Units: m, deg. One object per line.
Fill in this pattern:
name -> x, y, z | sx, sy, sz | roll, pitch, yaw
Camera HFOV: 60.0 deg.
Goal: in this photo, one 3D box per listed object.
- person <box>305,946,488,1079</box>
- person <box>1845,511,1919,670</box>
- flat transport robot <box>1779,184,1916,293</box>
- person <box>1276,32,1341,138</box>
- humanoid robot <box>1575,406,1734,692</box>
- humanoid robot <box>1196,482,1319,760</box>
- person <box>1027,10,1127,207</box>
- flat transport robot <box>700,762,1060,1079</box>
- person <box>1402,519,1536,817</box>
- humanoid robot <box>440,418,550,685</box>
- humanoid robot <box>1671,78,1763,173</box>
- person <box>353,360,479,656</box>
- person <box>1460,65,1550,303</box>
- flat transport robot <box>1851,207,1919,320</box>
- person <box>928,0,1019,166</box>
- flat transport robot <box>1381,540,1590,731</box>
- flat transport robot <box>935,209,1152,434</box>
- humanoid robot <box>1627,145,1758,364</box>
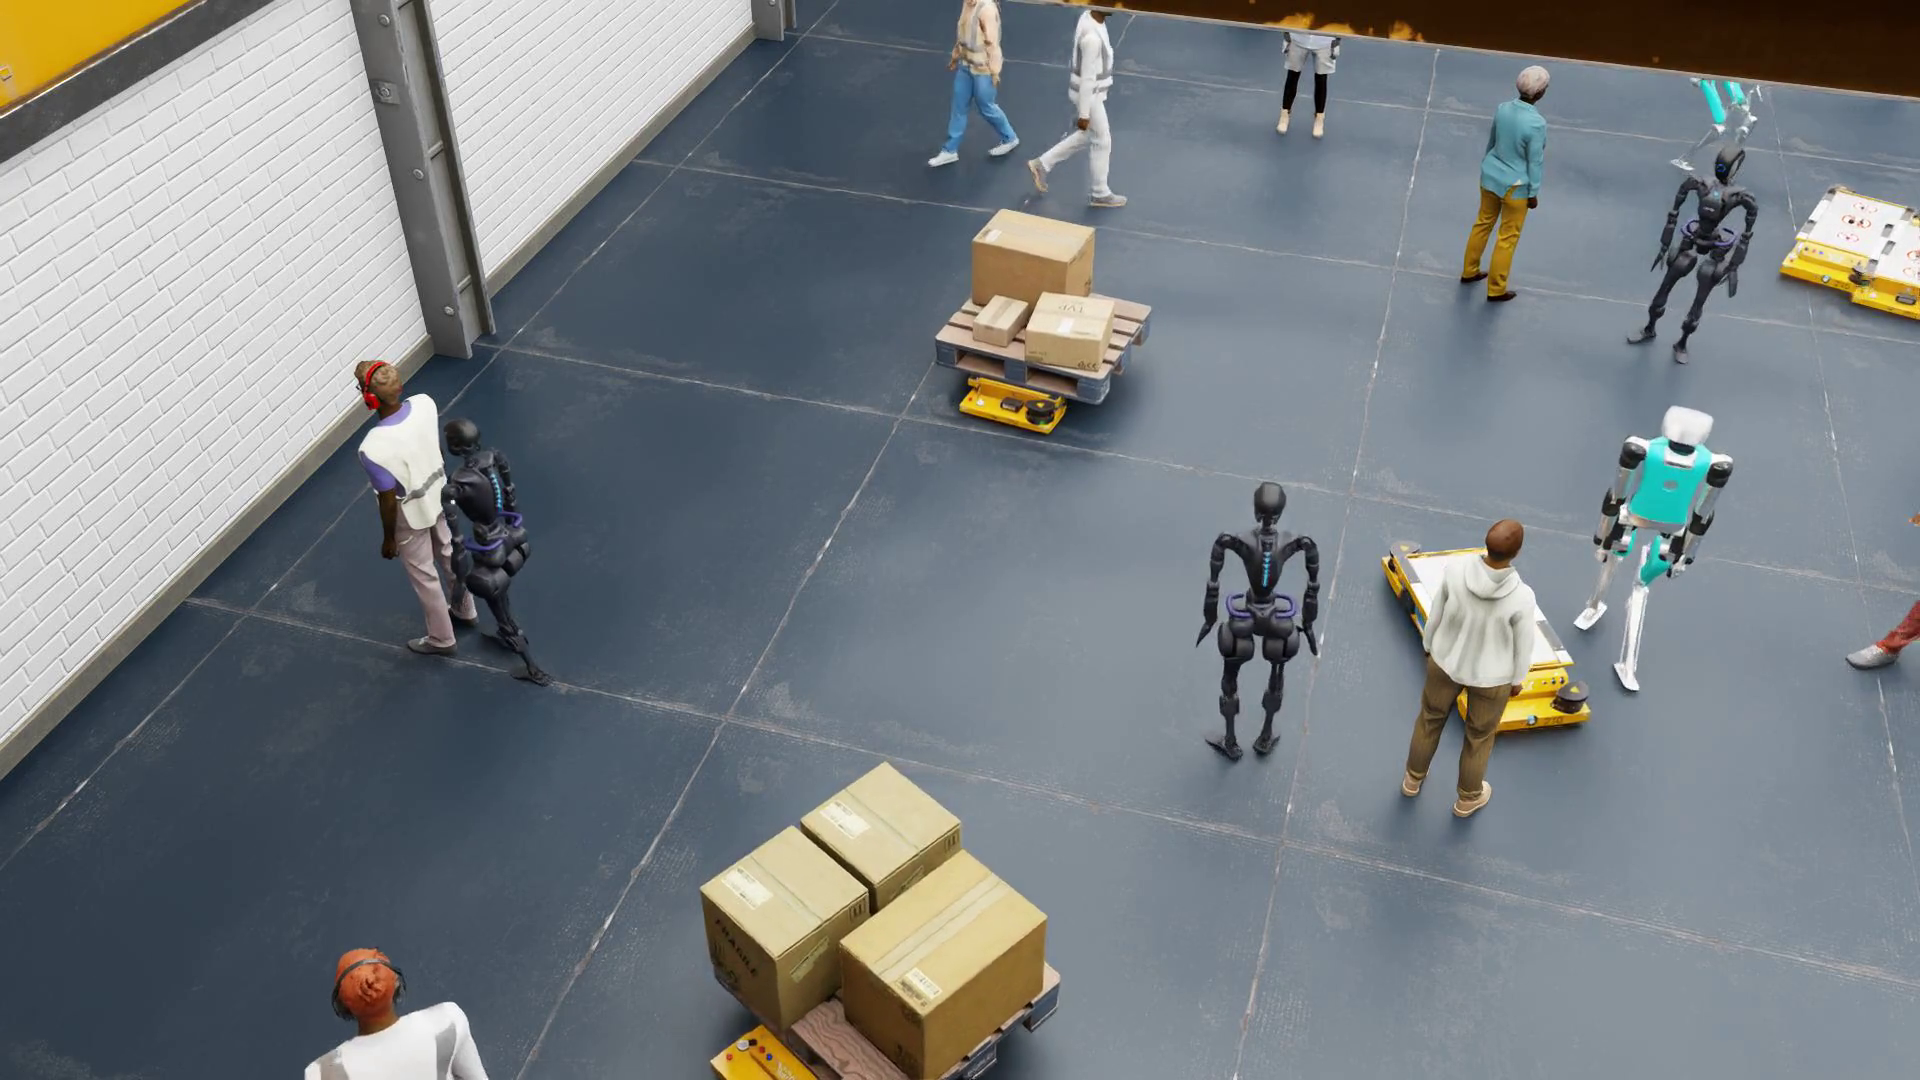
person -> -1.969, 2.178, 6.041 | 0.587, 1.846, 0.664 | -20, 43, -24
person -> 5.472, -0.094, 8.881 | 0.995, 1.823, 0.549 | -7, 39, -9
flat transport robot -> 6.916, -2.341, 12.916 | 0.659, 0.231, 1.431 | 24, 45, 27
person -> 2.996, -4.251, 14.159 | 0.533, 1.688, 0.322 | 11, 40, 13
humanoid robot -> 3.698, -0.087, 8.959 | 0.535, 1.763, 0.880 | 13, 41, 16
humanoid robot -> 1.510, 0.424, 8.358 | 0.612, 1.644, 0.326 | 3, 39, 3
person -> 0.958, -3.502, 13.094 | 0.745, 1.859, 0.581 | 1, 39, 1
flat transport robot -> -0.346, 2.089, 7.405 | 1.431, 0.231, 0.659 | -31, 48, -33
person -> 2.459, 0.631, 8.023 | 0.520, 1.767, 0.374 | 24, 44, 27
humanoid robot -> -2.539, 0.060, 8.818 | 0.620, 1.639, 0.610 | 14, 41, 16
humanoid robot -> 6.336, -3.804, 13.590 | 0.530, 1.804, 0.793 | -18, 42, -21
person -> -2.914, -0.157, 8.941 | 0.376, 1.843, 0.571 | 12, 40, 14
person -> 3.970, -2.572, 12.028 | 0.343, 1.749, 0.533 | -18, 42, -21
flat transport robot -> 7.253, -2.079, 12.590 | 0.659, 0.231, 1.431 | 22, 44, 25
person -> 0.104, -3.913, 13.750 | 0.800, 1.685, 0.541 | -17, 42, -19
flat transport robot -> 2.940, 0.502, 9.380 | 0.659, 0.231, 1.431 | -5, 39, -7
flat transport robot -> 0.588, -1.240, 11.546 | 0.659, 0.231, 1.431 | 16, 42, 19
humanoid robot -> 5.049, -1.948, 11.314 | 0.608, 1.641, 0.395 | 26, 46, 29
